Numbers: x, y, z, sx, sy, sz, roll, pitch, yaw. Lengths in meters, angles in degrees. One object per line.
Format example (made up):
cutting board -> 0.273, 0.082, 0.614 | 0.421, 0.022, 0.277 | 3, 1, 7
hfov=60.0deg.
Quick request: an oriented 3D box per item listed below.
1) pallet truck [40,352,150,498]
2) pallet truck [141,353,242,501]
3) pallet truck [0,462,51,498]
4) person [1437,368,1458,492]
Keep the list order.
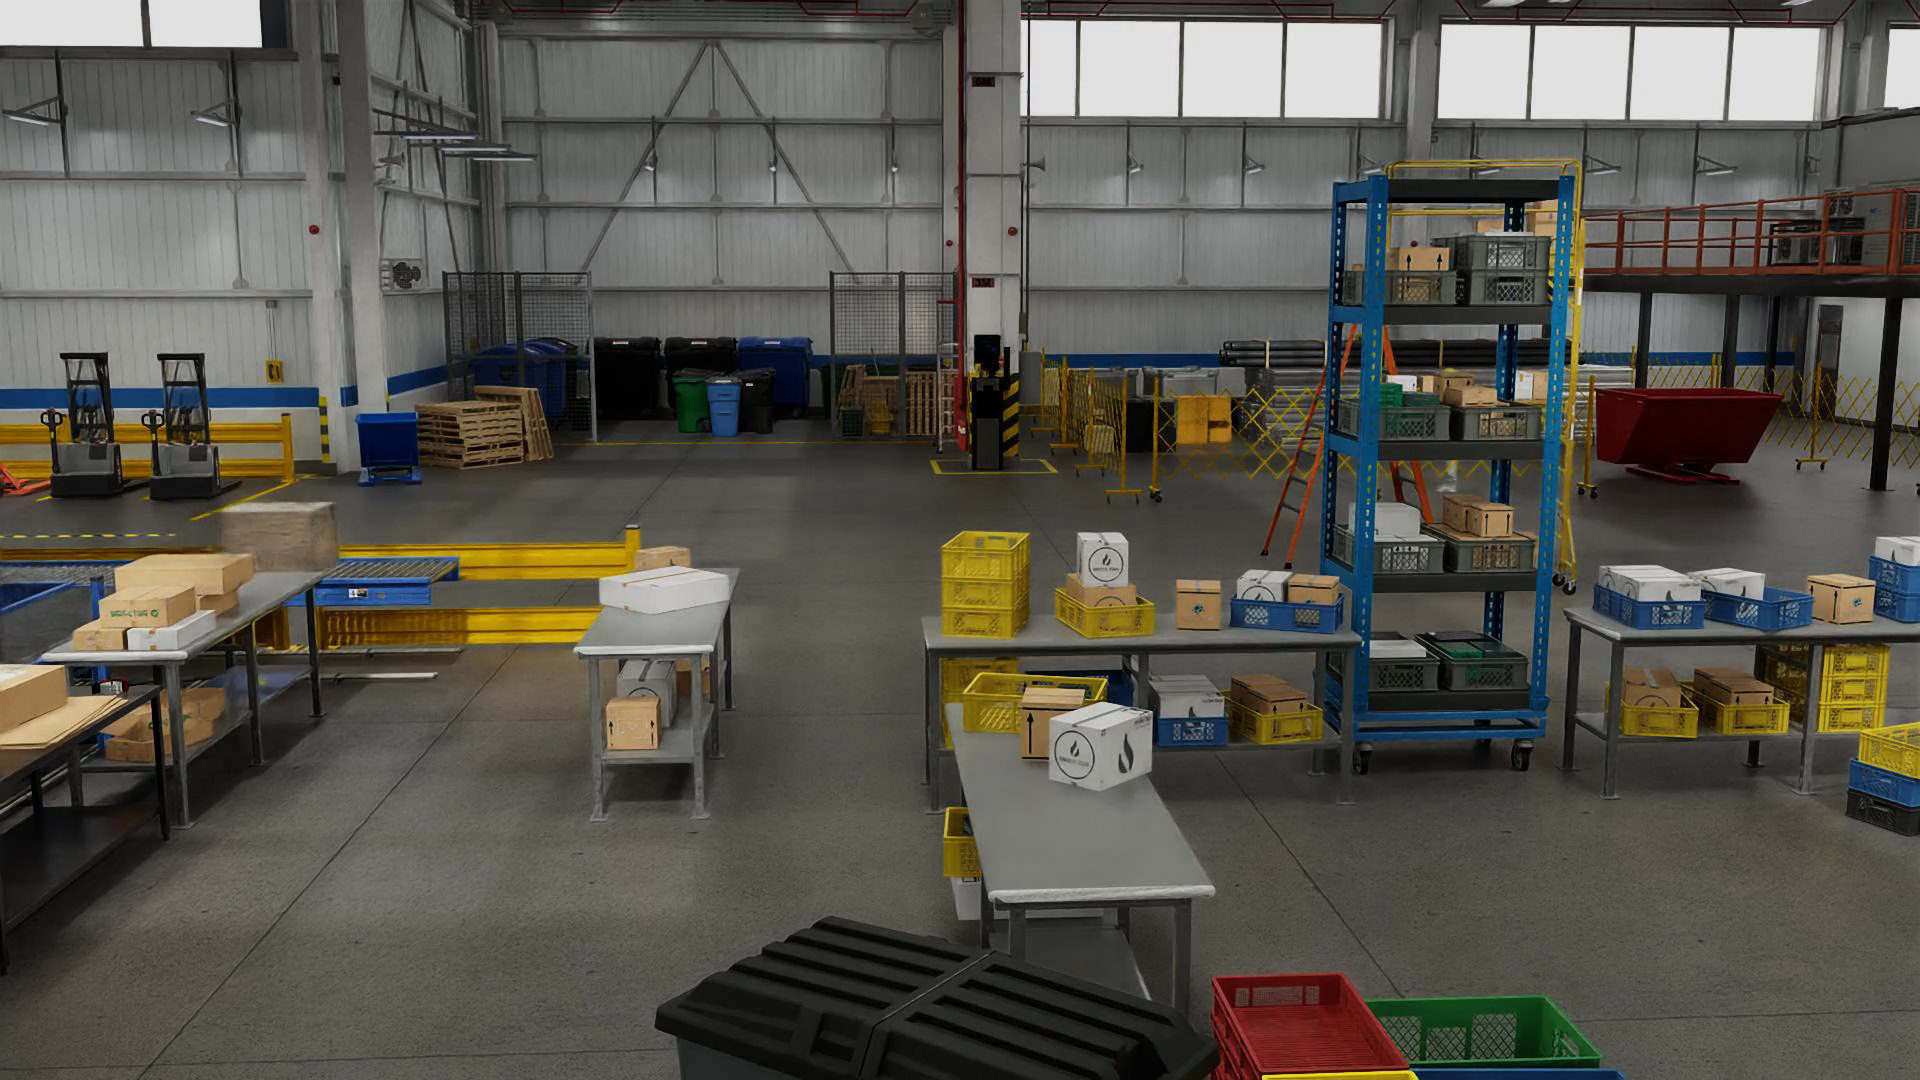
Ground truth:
pallet truck -> -11.907, -1.642, 23.165 | 0.823, 1.965, 1.885 | 0, 9, 0
pallet truck -> -10.520, -1.604, 22.925 | 0.823, 1.965, 1.885 | -1, 9, -6
pallet truck -> -13.193, -1.293, 23.148 | 0.653, 1.274, 1.630 | -1, 9, -4
person -> 6.859, -1.549, 23.372 | 0.324, 1.743, 0.491 | 3, 10, 20
